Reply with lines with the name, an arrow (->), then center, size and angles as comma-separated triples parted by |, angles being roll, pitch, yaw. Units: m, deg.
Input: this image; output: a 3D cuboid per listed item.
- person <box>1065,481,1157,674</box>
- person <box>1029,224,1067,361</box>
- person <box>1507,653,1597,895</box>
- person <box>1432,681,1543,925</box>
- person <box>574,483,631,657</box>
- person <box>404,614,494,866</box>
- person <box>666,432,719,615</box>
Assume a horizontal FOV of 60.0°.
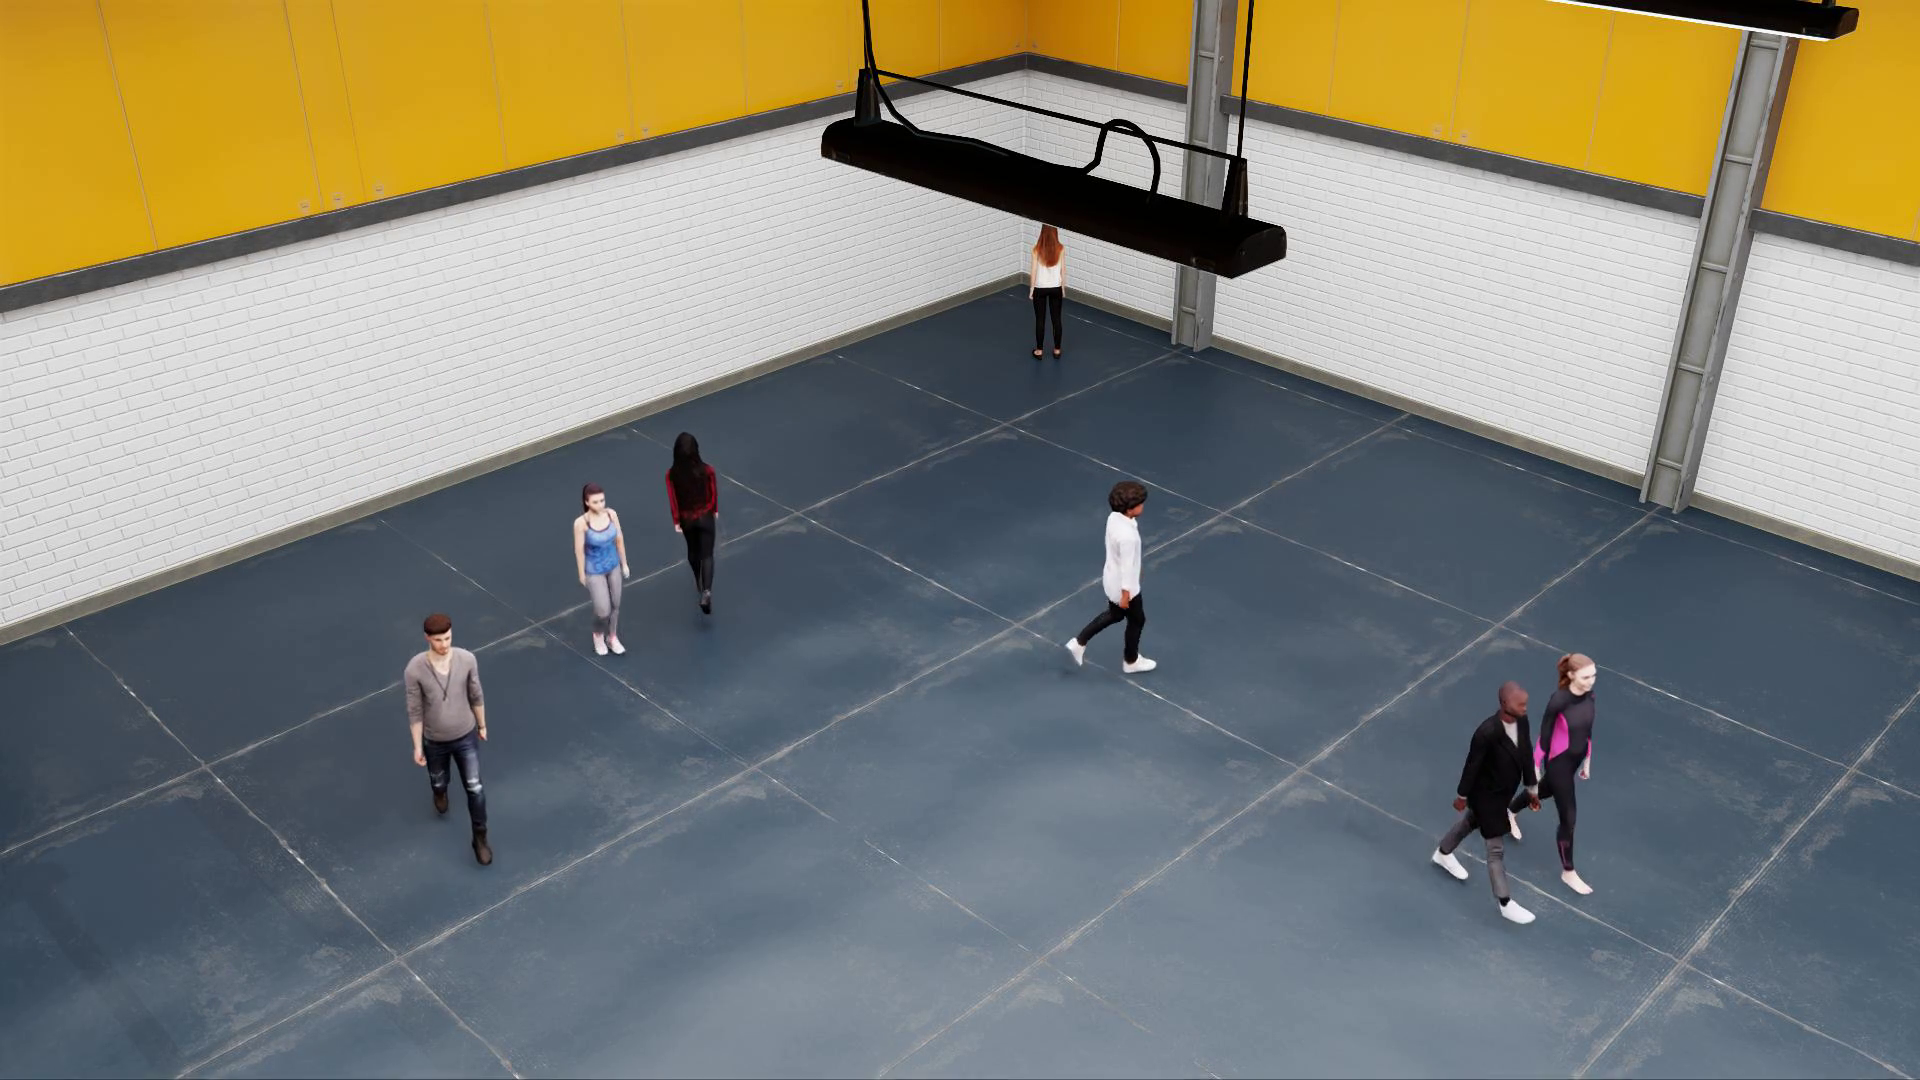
person -> 1.249, 0.329, 13.563 | 1.016, 1.787, 1.046 | -5, 29, -9
person -> 1.046, -2.968, 19.676 | 0.653, 1.722, 0.686 | -4, 29, -7
person -> 4.101, 1.509, 11.490 | 0.794, 1.702, 1.188 | -15, 32, -25
person -> 3.504, 1.656, 11.209 | 0.706, 1.712, 1.149 | -21, 35, -33
person -> -3.026, 0.225, 13.949 | 0.558, 1.600, 0.570 | -23, 36, -36
person -> -3.605, 1.322, 11.651 | 0.974, 1.876, 1.248 | -12, 31, -21
person -> -2.291, -0.127, 14.564 | 0.983, 1.631, 1.092 | -3, 29, -5
